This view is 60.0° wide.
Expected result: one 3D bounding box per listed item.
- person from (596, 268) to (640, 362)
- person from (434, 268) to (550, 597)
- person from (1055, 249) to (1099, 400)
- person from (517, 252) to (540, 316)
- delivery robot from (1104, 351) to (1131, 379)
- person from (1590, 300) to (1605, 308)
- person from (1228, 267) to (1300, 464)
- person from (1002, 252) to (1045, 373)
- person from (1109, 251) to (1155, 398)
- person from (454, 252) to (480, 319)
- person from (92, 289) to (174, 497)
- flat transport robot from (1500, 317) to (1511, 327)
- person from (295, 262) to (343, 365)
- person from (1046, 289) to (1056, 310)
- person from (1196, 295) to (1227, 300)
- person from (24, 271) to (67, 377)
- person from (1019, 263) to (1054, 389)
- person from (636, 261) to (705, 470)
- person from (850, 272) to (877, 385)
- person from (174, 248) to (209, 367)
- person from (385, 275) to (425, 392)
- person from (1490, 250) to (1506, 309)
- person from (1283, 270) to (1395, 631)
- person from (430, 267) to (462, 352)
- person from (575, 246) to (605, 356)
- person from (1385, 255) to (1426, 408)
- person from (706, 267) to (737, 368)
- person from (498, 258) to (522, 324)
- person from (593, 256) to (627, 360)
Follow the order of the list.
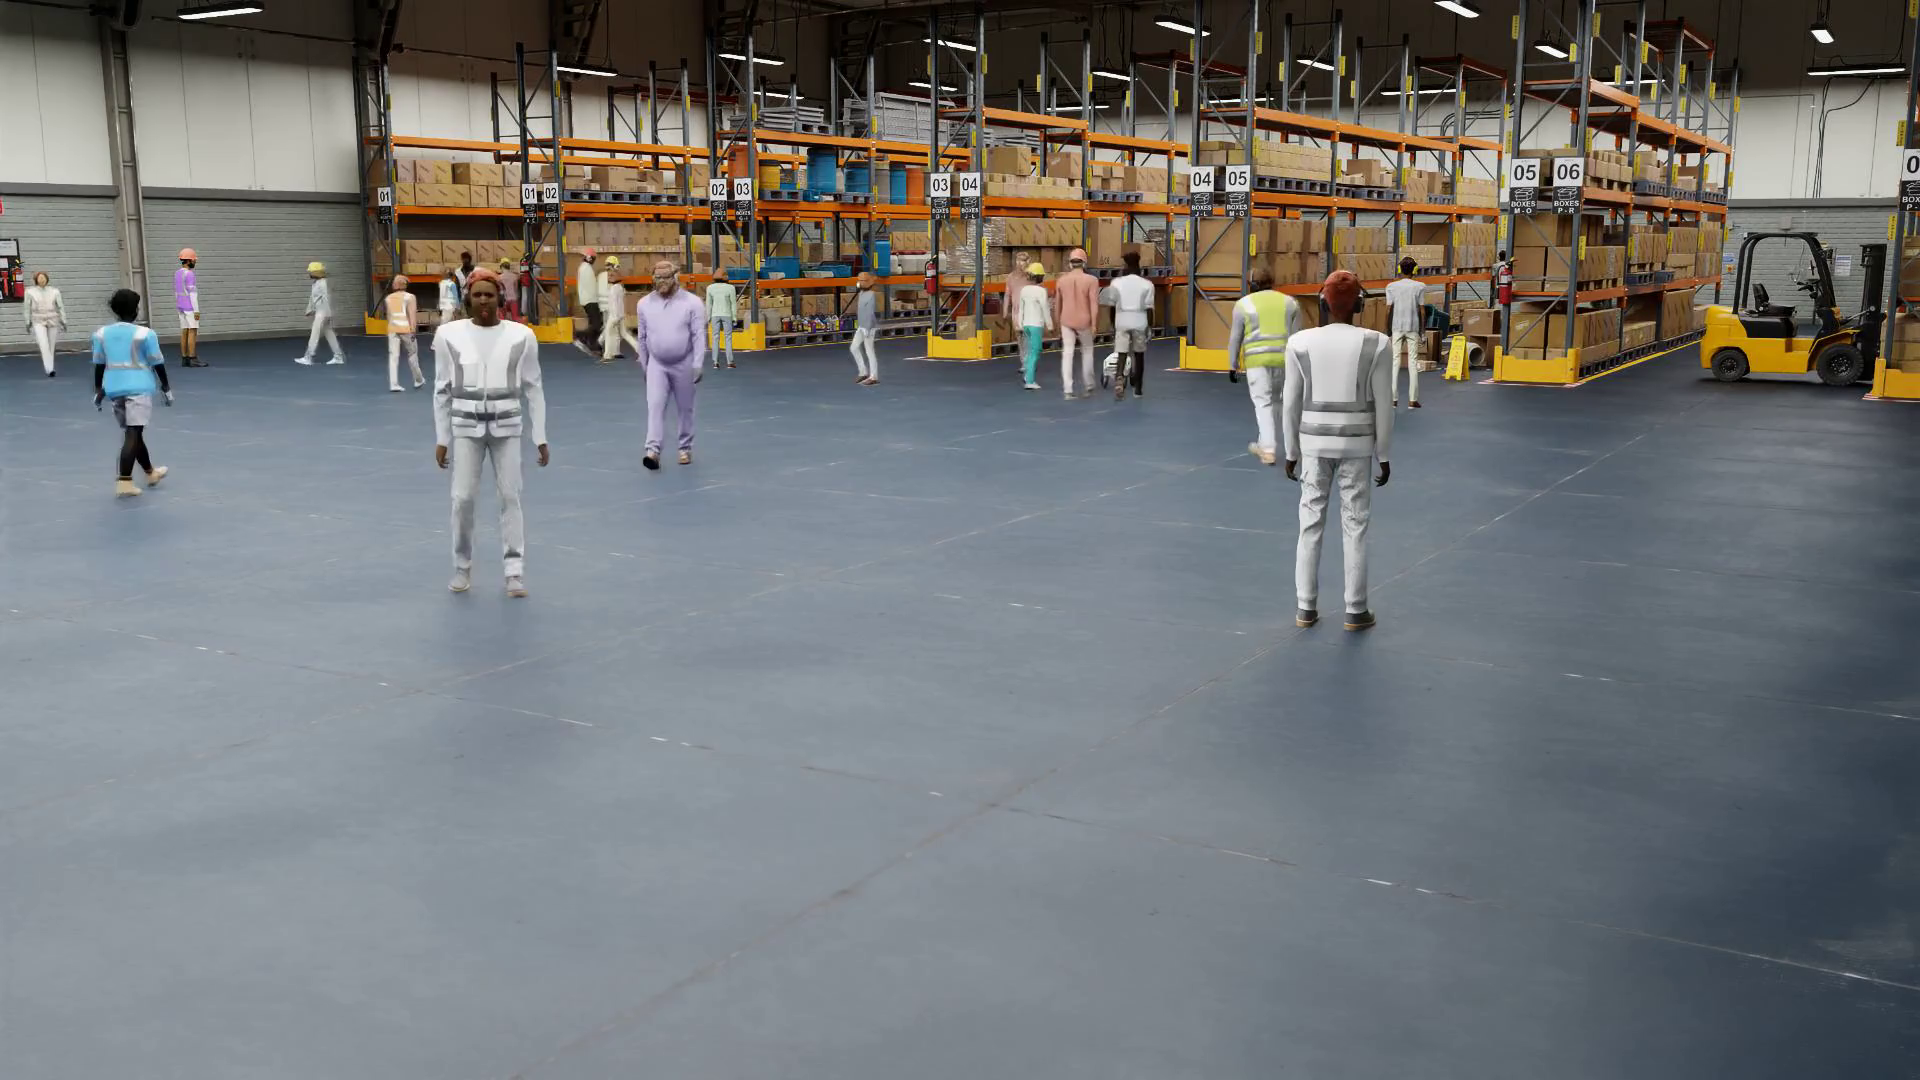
[{"bbox_3d":[-5.774,-3.803,28.215,0.801,1.605,0.503,2,10,9],"label":"person"},{"bbox_3d":[-2.689,-0.616,9.593,0.644,1.881,0.548,-2,10,-11],"label":"person"},{"bbox_3d":[1.562,-2.816,21.739,0.635,1.938,1.004,4,11,22],"label":"person"},{"bbox_3d":[-9.516,-5.454,36.748,0.544,1.858,0.476,1,10,3],"label":"person"},{"bbox_3d":[2.212,-2.466,23.385,0.477,0.478,0.707,1,11,9],"label":"delivery robot"},{"bbox_3d":[15.478,-6.127,40.009,0.537,2.000,0.690,10,14,43],"label":"person"},{"bbox_3d":[2.817,-1.618,15.434,0.650,1.791,0.901,-2,10,-12],"label":"person"},{"bbox_3d":[0.947,-3.524,25.855,0.682,1.880,0.770,6,12,28],"label":"person"},{"bbox_3d":[2.221,-2.784,21.619,0.609,1.933,0.816,2,10,9],"label":"person"},{"bbox_3d":[-9.570,-4.690,32.492,0.597,1.852,1.012,3,10,14],"label":"person"},{"bbox_3d":[-6.681,-1.201,13.487,0.565,1.646,0.868,2,10,9],"label":"person"},{"bbox_3d":[13.197,-5.301,40.338,0.652,0.197,1.431,-3,11,-16],"label":"flat transport robot"},{"bbox_3d":[-10.749,-3.768,27.736,0.869,1.707,0.502,-6,12,-31],"label":"person"},{"bbox_3d":[1.924,-5.349,36.664,0.535,1.682,0.503,4,11,24],"label":"person"},{"bbox_3d":[5.356,-5.239,35.494,0.631,1.889,1.040,6,12,31],"label":"person"},{"bbox_3d":[-13.855,-3.271,25.240,0.538,1.586,0.848,-9,13,-41],"label":"person"},{"bbox_3d":[1.067,-2.960,23.076,0.442,1.751,0.538,-6,12,-29],"label":"person"},{"bbox_3d":[-2.606,-1.555,14.939,0.643,1.851,1.005,0,10,1],"label":"person"},{"bbox_3d":[-1.381,-2.998,23.640,0.469,1.614,0.536,-4,11,-23],"label":"person"},{"bbox_3d":[-12.610,-3.799,27.255,0.550,1.935,0.376,9,13,40],"label":"person"},{"bbox_3d":[-7.658,-2.843,22.893,0.511,1.569,0.873,2,10,11],"label":"person"},{"bbox_3d":[12.870,-5.947,39.519,0.509,1.860,0.334,3,11,17],"label":"person"},{"bbox_3d":[1.978,-0.462,8.717,0.574,1.884,0.356,4,11,23],"label":"person"},{"bbox_3d":[-9.548,-4.297,31.020,0.879,1.592,0.534,-9,13,-41],"label":"person"},{"bbox_3d":[-6.642,-4.280,29.826,0.503,1.976,0.648,-4,11,-24],"label":"person"},{"bbox_3d":[5.473,-2.549,20.440,0.517,1.874,0.328,4,11,22],"label":"person"},{"bbox_3d":[-3.859,-3.598,26.984,0.504,1.631,0.281,2,10,8],"label":"person"},{"bbox_3d":[-9.142,-4.861,33.792,0.754,1.729,0.523,10,14,43],"label":"person"},{"bbox_3d":[-6.096,-4.037,28.968,0.657,1.803,0.553,9,13,41],"label":"person"}]
